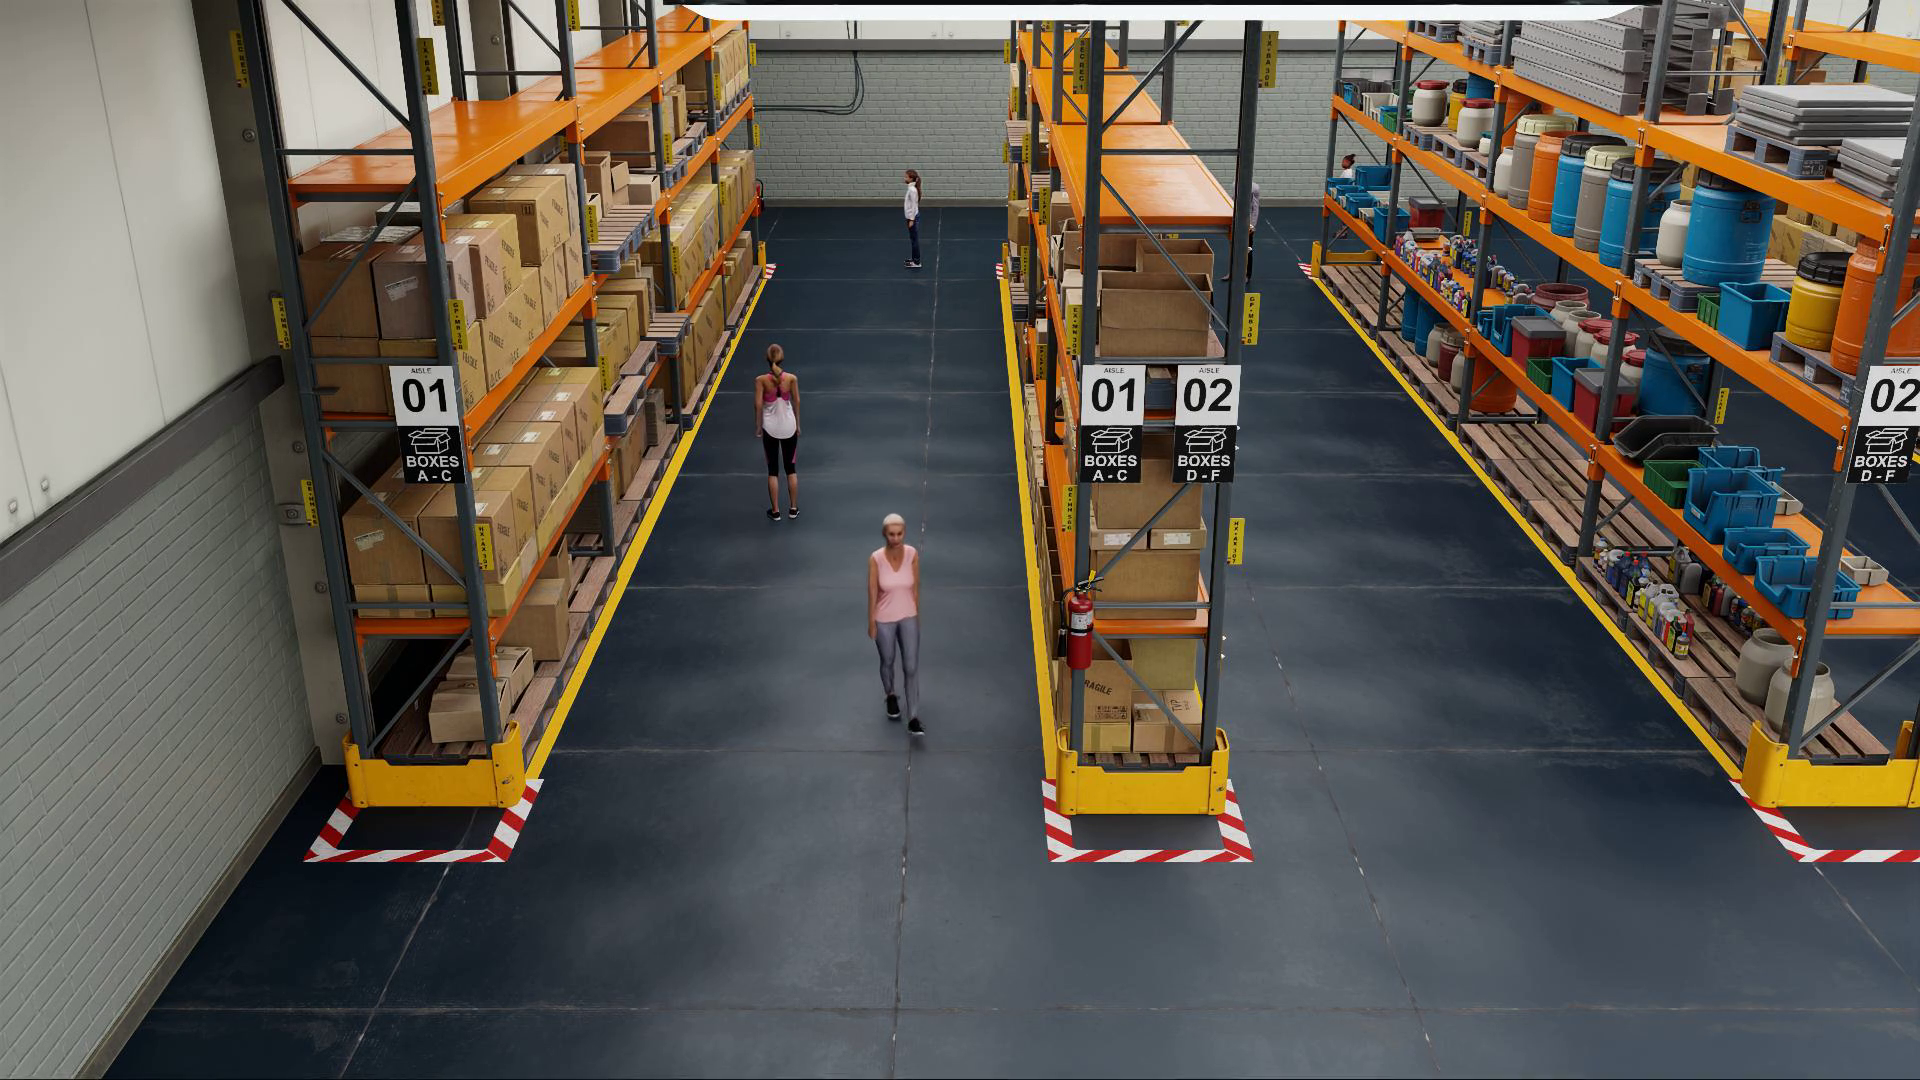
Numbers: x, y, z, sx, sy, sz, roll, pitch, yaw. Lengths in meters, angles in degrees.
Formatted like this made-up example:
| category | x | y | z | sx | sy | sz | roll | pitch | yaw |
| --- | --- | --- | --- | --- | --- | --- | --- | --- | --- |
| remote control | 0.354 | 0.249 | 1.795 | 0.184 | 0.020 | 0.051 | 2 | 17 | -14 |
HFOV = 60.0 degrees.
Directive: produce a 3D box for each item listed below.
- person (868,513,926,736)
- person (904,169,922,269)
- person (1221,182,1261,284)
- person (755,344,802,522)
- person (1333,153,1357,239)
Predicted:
| category | x | y | z | sx | sy | sz | roll | pitch | yaw |
| --- | --- | --- | --- | --- | --- | --- | --- | --- | --- |
| person | -0.504 | 0.576 | 12.544 | 0.694 | 1.697 | 1.058 | -4 | 23 | -10 |
| person | -0.756 | -5.201 | 26.853 | 0.600 | 1.557 | 0.444 | -1 | 22 | -2 |
| person | 4.385 | -4.930 | 25.803 | 0.754 | 1.851 | 0.806 | 20 | 29 | 39 |
| person | -1.787 | -1.067 | 16.439 | 0.656 | 1.788 | 0.610 | -6 | 23 | -14 |
| person | 6.704 | -6.001 | 28.947 | 0.623 | 1.452 | 0.483 | 4 | 23 | 11 |
